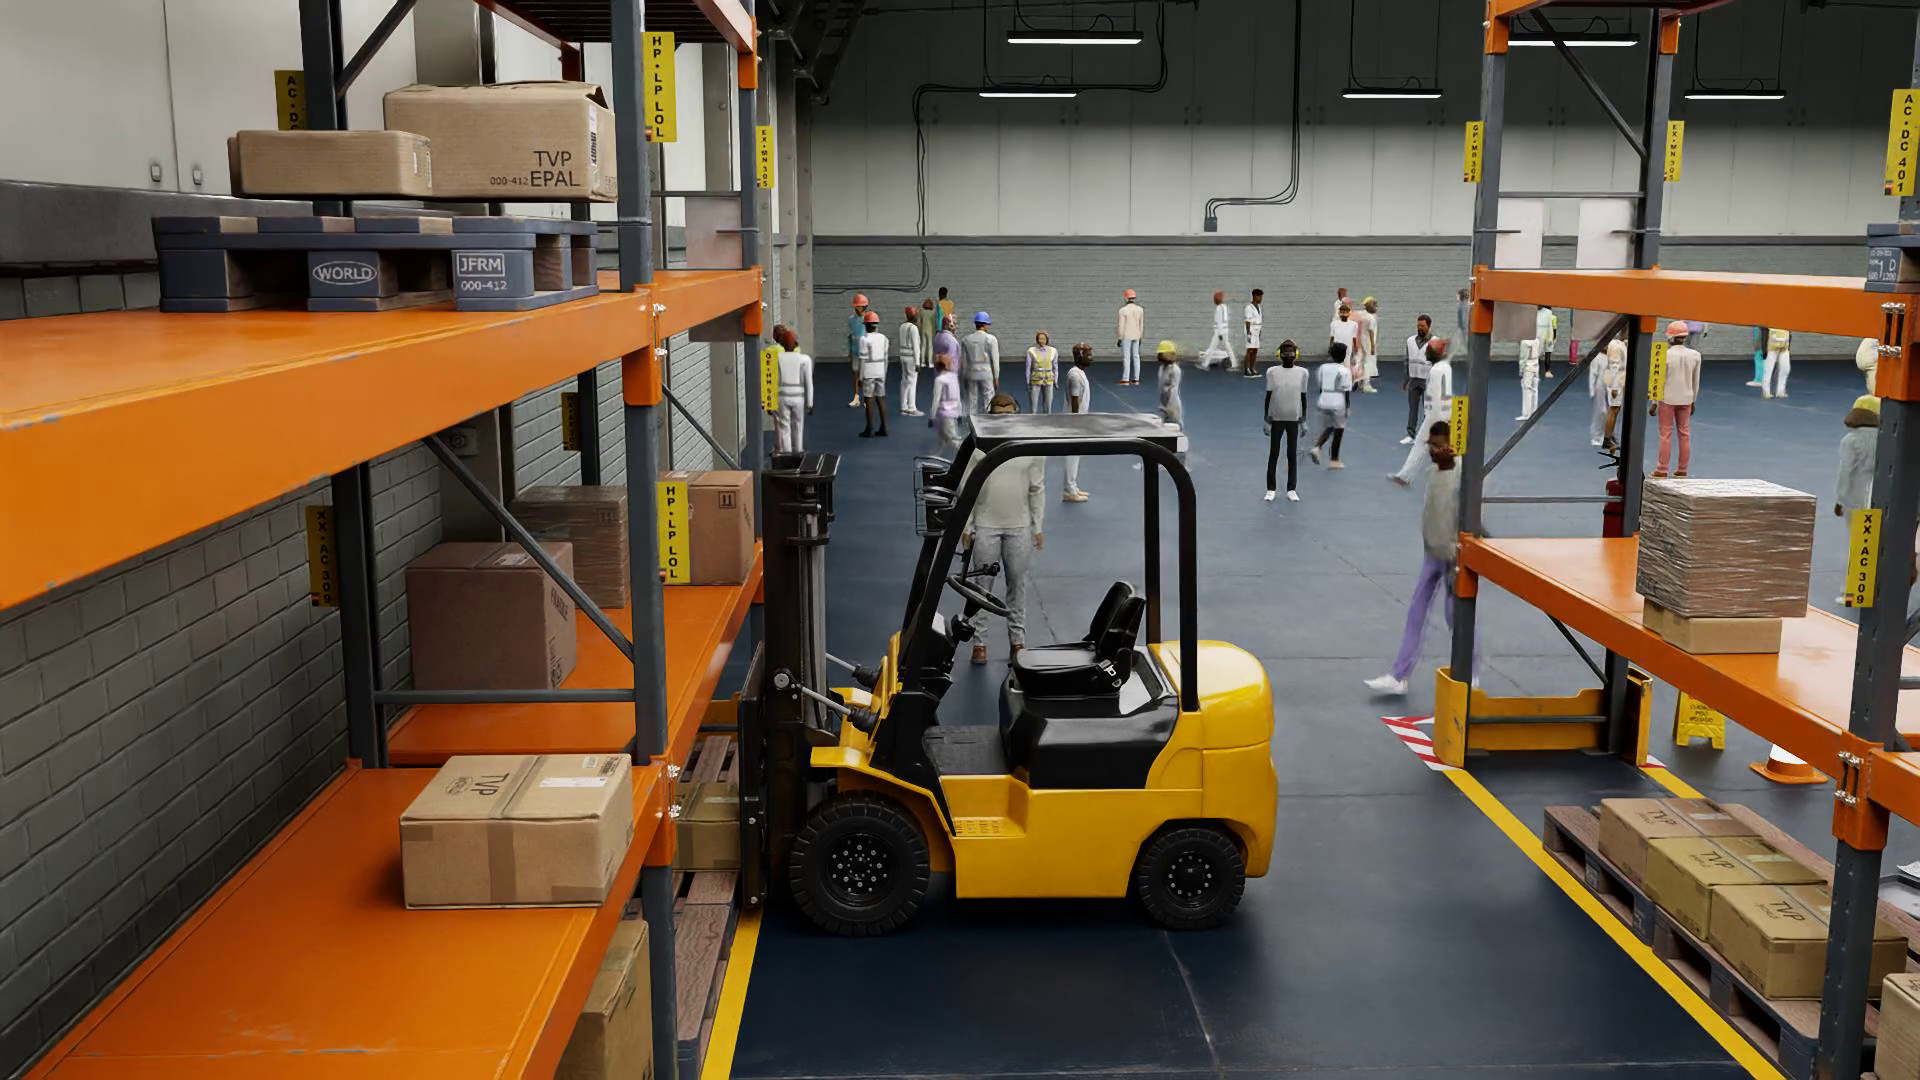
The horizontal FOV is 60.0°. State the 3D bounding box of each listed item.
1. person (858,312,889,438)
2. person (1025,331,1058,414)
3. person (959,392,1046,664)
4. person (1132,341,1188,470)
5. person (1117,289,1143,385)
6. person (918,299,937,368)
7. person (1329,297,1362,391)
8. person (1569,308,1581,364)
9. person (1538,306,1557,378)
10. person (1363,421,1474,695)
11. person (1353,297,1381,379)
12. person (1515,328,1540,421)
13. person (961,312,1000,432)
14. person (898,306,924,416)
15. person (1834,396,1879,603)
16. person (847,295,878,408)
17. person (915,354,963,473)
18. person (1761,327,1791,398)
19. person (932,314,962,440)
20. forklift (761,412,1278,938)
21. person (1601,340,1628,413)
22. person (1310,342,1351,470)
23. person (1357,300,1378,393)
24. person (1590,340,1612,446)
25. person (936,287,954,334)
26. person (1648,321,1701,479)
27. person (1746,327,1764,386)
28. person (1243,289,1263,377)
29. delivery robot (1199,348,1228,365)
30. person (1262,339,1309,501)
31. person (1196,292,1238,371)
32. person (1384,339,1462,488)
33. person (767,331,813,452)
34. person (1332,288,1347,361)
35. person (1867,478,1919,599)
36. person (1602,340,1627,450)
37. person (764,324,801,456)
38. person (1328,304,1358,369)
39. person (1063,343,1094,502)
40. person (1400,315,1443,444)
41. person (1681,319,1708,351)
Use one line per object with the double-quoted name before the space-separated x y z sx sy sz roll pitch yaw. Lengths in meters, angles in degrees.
"person" -1.351 -2.529 25.493 0.542 1.928 0.390 -10 14 -44
"person" 1.254 -2.389 25.492 0.523 1.636 0.310 -2 10 -11
"person" 0.303 -0.084 11.816 0.630 1.940 0.373 -1 10 -7
"person" 2.613 -1.712 21.512 0.842 1.705 0.496 -5 11 -25
"person" 3.554 -4.235 34.777 0.612 1.995 0.376 -6 12 -31
"person" -0.764 -4.924 39.624 0.507 1.631 0.264 7 13 36
"person" 7.608 -3.845 32.884 0.653 1.893 0.461 -5 11 -27
"person" 15.106 -5.290 40.656 0.379 1.995 0.612 3 11 16
"person" 12.876 -4.418 36.633 0.541 1.696 0.316 9 13 40
"person" 3.087 0.142 10.843 0.802 1.831 0.555 -4 11 -21
"person" 8.813 -4.360 35.998 0.782 1.805 0.598 -9 13 -41
"person" 9.529 -2.817 27.866 0.514 1.640 0.315 -9 14 -42
"person" 0.318 -2.445 24.967 0.604 1.937 0.403 5 11 25
"person" -0.856 -3.072 28.612 0.337 1.882 0.585 -6 12 -29
"person" 7.513 -0.344 13.890 0.590 1.700 0.546 -4 11 -23
"person" -1.772 -3.404 30.028 0.608 2.039 0.395 5 11 24
"person" -0.222 -1.540 20.892 0.870 1.579 0.530 5 11 25
"person" 15.616 -3.600 31.723 0.650 1.819 0.638 -1 10 -8
"person" -0.174 -2.455 25.141 0.399 1.900 0.644 -4 11 -23
"forklift" 0.291 0.548 7.580 2.313 2.155 1.214 0 10 -2
"person" 11.364 -3.120 28.995 0.507 1.843 0.346 0 10 2
"person" 4.893 -1.754 21.820 0.418 1.679 0.548 -7 12 -34
"person" 8.110 -3.845 33.025 0.328 1.844 0.514 -2 10 -8
"person" 9.484 -2.197 24.447 0.509 1.636 0.273 -2 10 -12
"person" -0.346 -5.026 39.407 0.370 1.915 0.597 7 12 33
"person" 8.976 -1.746 20.908 0.611 1.997 0.372 -1 10 -8
"person" 16.607 -4.111 34.548 0.357 1.835 0.516 6 12 30
"person" 6.490 -4.572 36.773 0.385 1.956 0.613 7 12 34
"delivery robot" 5.956 -4.330 39.045 0.707 0.478 0.477 -7 12 -35
"person" 3.759 -1.379 19.218 0.513 1.872 0.328 1 10 6
"person" 6.009 -4.813 38.480 1.007 1.830 0.608 5 11 26
"person" 5.708 -1.507 20.071 1.009 1.826 0.589 7 12 35
"person" -2.214 -1.786 21.572 0.606 1.832 0.951 -2 10 -8
"person" 9.137 -5.127 40.064 0.357 1.881 0.574 4 11 23
"person" 6.198 0.100 11.049 0.390 1.844 0.563 2 10 10
"person" 9.503 -2.260 23.990 0.388 1.923 0.549 5 11 27
"person" -2.465 -2.078 23.174 0.564 1.847 0.395 -7 12 -34
"person" 6.953 -3.351 30.224 0.519 1.865 0.331 3 11 16
"person" 1.358 -1.355 19.192 0.351 1.837 0.502 1 10 8
"person" 6.816 -2.356 24.523 0.587 1.920 0.391 9 14 41
"person" 17.240 -4.952 39.053 0.607 1.884 0.903 5 11 25
